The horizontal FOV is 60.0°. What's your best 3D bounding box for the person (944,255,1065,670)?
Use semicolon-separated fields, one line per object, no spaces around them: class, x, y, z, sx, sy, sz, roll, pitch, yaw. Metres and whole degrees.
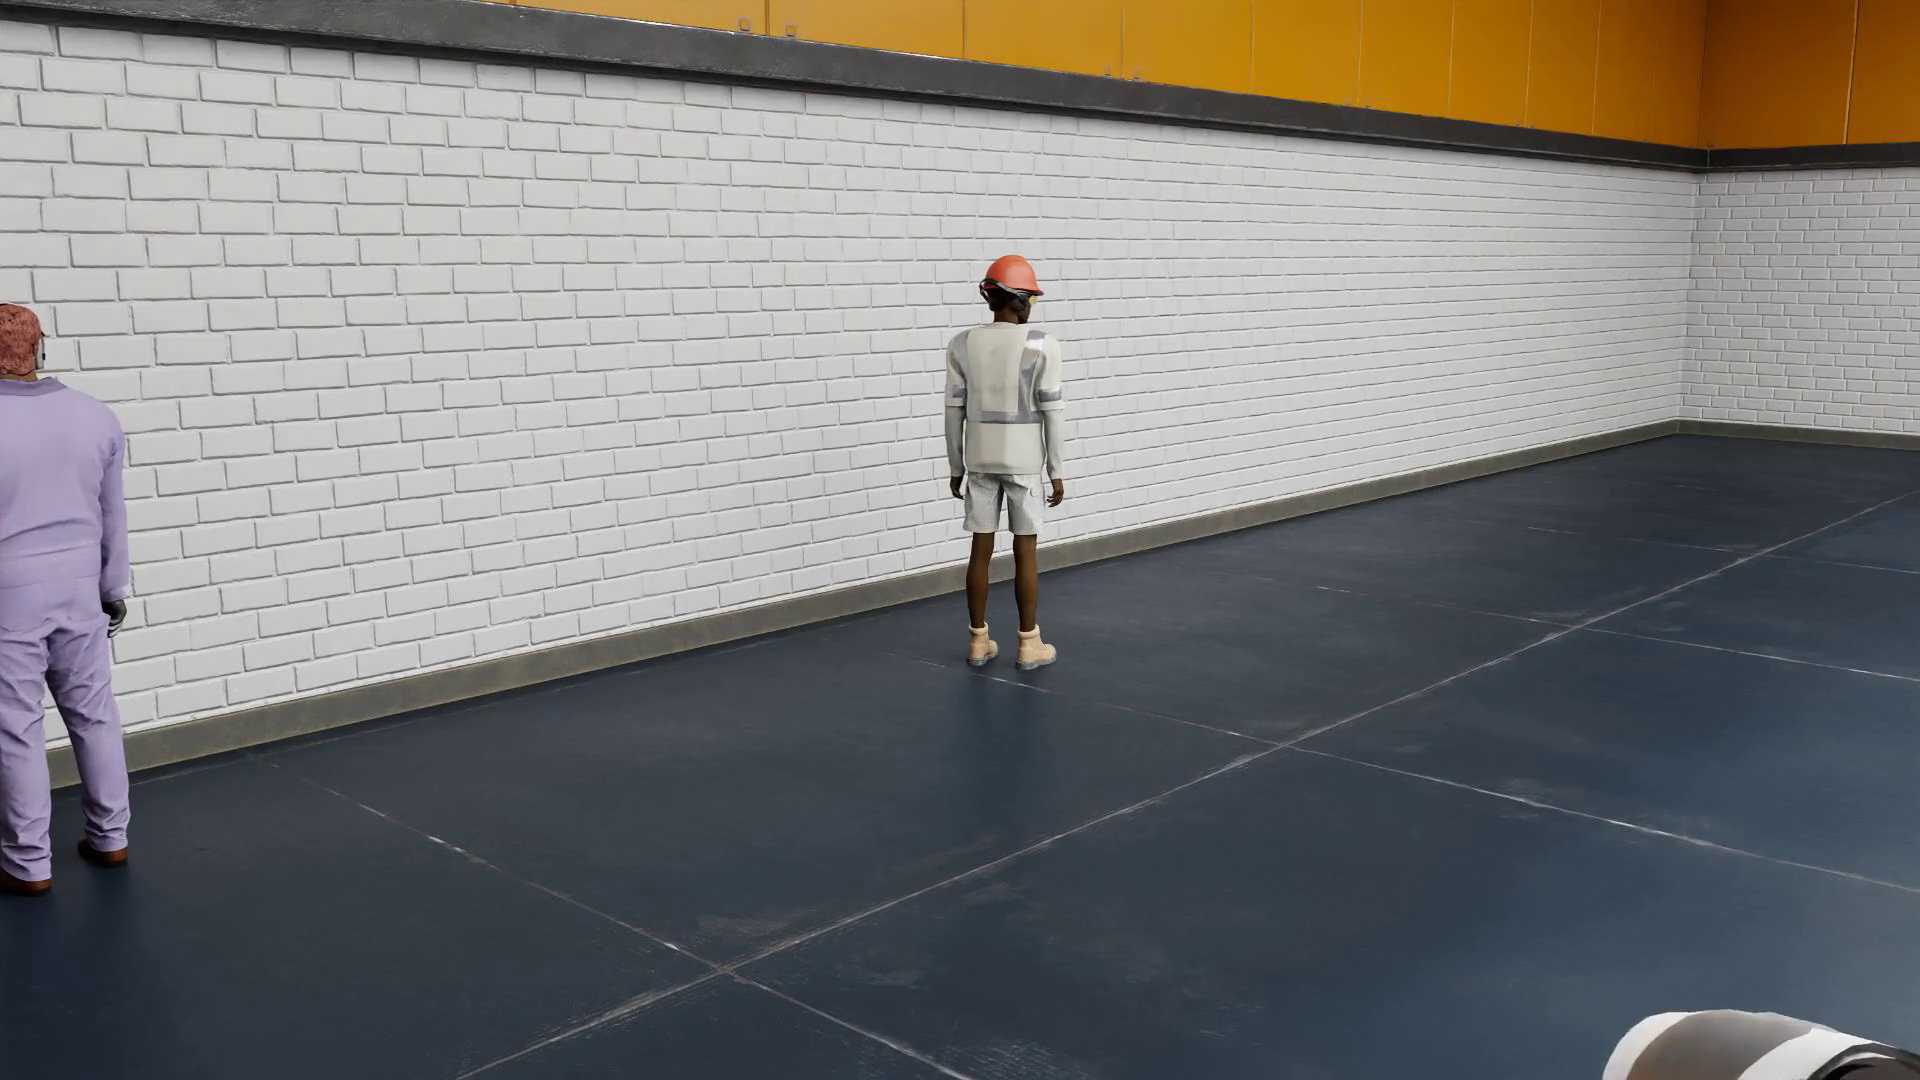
person;0.232;-0.381;8.251;0.613;2.039;0.389;4;11;22

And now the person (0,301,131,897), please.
person;-3.016;0.190;5.381;0.407;1.906;0.655;5;11;28

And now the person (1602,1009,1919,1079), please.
person;0.553;0.969;1.017;0.354;1.881;0.576;-4;11;-21
